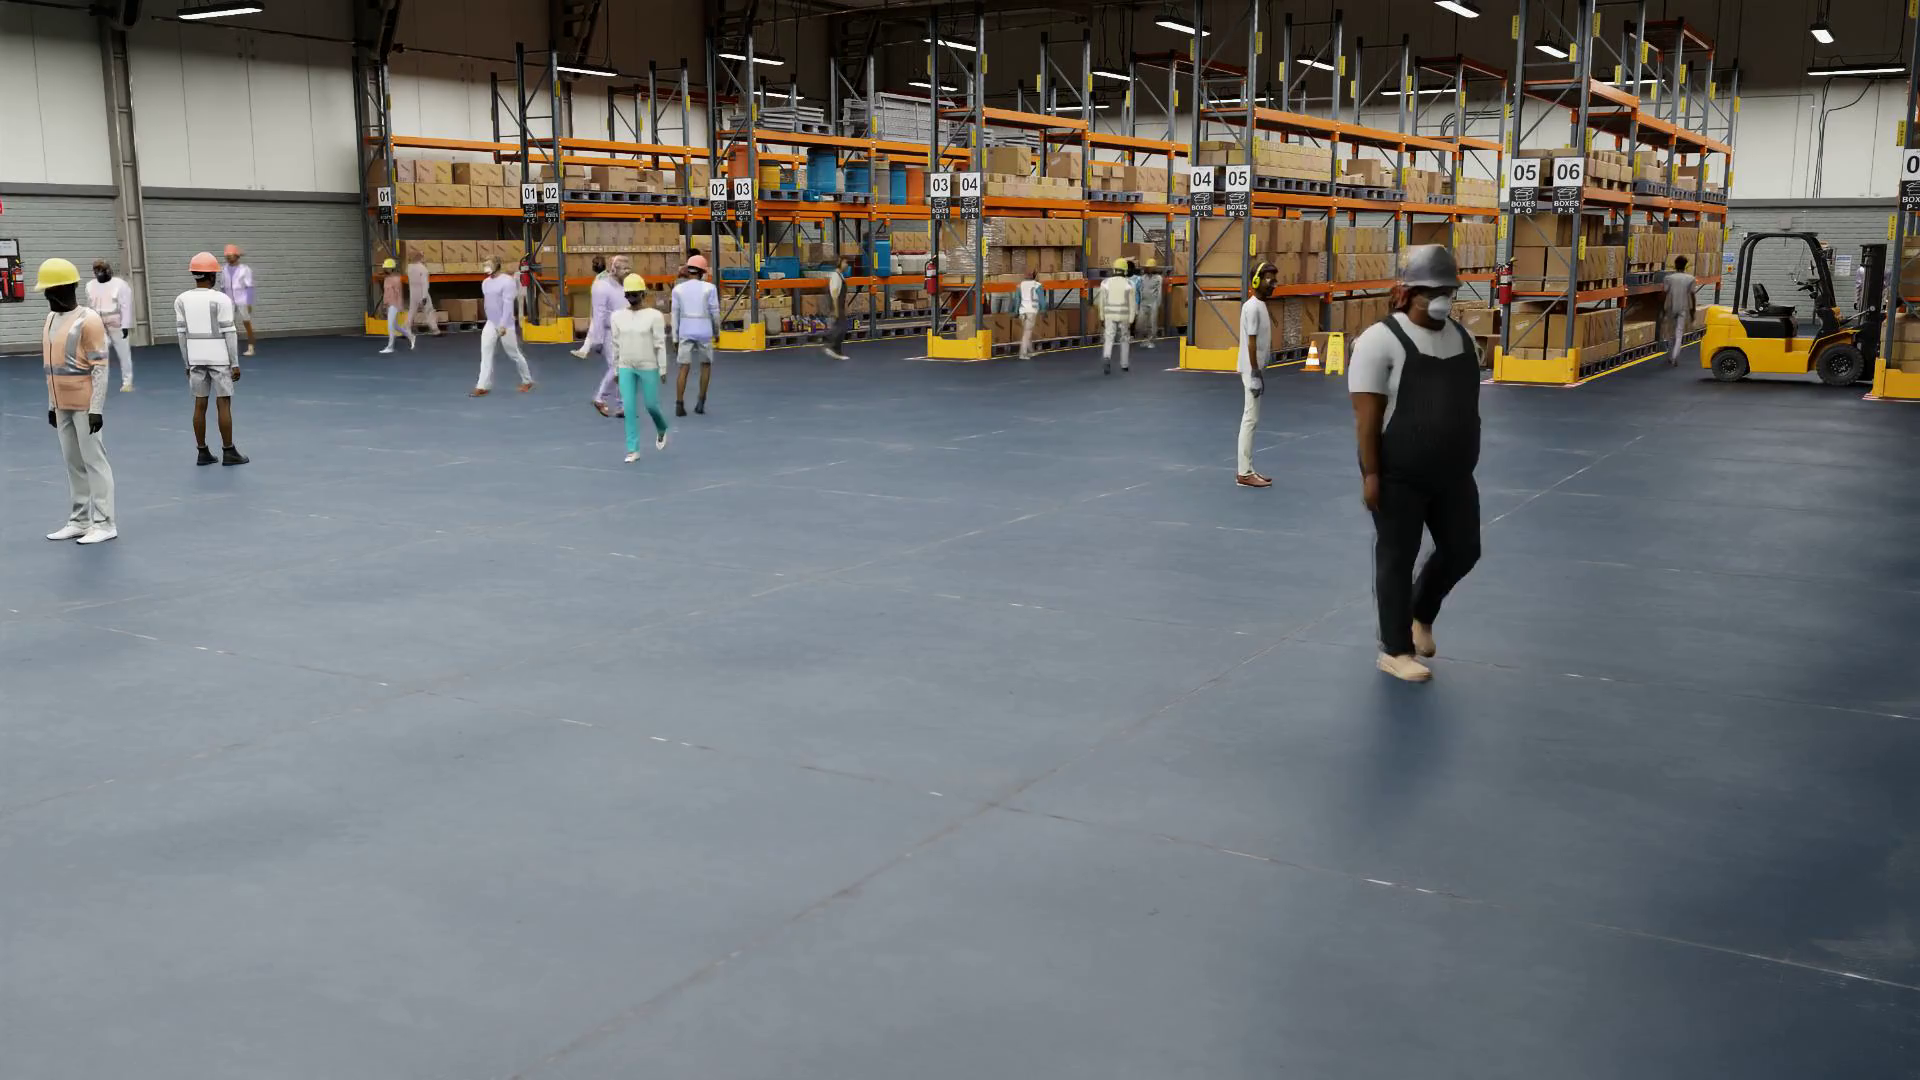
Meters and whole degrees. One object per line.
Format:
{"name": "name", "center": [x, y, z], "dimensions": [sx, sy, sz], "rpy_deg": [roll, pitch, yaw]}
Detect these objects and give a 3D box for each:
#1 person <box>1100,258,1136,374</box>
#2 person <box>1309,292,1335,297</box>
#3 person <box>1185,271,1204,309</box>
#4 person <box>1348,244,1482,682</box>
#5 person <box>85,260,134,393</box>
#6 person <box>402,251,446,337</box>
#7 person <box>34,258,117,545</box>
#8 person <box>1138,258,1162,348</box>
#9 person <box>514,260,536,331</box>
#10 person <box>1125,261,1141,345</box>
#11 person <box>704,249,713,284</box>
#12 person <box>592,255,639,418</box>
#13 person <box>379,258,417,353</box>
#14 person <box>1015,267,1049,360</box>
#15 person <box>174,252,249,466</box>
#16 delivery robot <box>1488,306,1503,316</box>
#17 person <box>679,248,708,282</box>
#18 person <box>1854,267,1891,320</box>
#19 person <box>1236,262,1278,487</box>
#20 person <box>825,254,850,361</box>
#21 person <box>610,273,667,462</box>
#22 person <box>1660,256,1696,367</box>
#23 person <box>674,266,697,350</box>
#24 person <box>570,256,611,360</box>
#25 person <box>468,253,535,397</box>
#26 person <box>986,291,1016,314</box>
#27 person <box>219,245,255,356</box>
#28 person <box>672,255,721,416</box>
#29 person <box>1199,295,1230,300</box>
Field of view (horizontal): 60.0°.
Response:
{"name": "person", "center": [2.435, -3.472, 25.808], "dimensions": [0.591, 1.803, 0.826], "rpy_deg": [3, 11, 15]}
{"name": "person", "center": [7.890, -5.393, 36.331], "dimensions": [0.562, 1.895, 0.991], "rpy_deg": [8, 13, 37]}
{"name": "person", "center": [4.733, -4.680, 32.389], "dimensions": [0.641, 1.885, 0.805], "rpy_deg": [7, 12, 35]}
{"name": "person", "center": [2.137, -0.357, 7.687], "dimensions": [0.689, 2.000, 0.539], "rpy_deg": [-3, 11, -17]}
{"name": "person", "center": [-11.396, -2.833, 22.229], "dimensions": [0.637, 1.790, 0.947], "rpy_deg": [0, 10, -1]}
{"name": "person", "center": [-11.575, -5.259, 35.678], "dimensions": [0.646, 1.859, 0.987], "rpy_deg": [6, 12, 32]}
{"name": "person", "center": [-5.987, -0.932, 11.240], "dimensions": [0.585, 1.923, 0.376], "rpy_deg": [6, 12, 31]}
{"name": "person", "center": [3.652, -4.564, 32.110], "dimensions": [0.512, 1.724, 0.483], "rpy_deg": [8, 13, 37]}
{"name": "person", "center": [-10.050, -5.645, 38.447], "dimensions": [0.507, 1.631, 0.275], "rpy_deg": [0, 10, 1]}
{"name": "person", "center": [3.321, -4.685, 32.982], "dimensions": [0.549, 1.663, 0.820], "rpy_deg": [6, 12, 31]}
{"name": "person", "center": [-6.077, -6.118, 40.396], "dimensions": [0.584, 1.882, 0.337], "rpy_deg": [6, 12, 31]}
{"name": "person", "center": [-3.943, -2.327, 19.158], "dimensions": [0.428, 1.884, 0.673], "rpy_deg": [5, 11, 26]}
{"name": "person", "center": [-10.476, -4.353, 30.893], "dimensions": [0.723, 1.746, 0.531], "rpy_deg": [-9, 13, -40]}
{"name": "person", "center": [1.259, -3.943, 29.001], "dimensions": [0.525, 1.601, 0.826], "rpy_deg": [9, 14, 42]}
{"name": "person", "center": [-6.821, -1.638, 15.154], "dimensions": [0.545, 1.938, 0.357], "rpy_deg": [1, 10, 7]}
{"name": "delivery robot", "center": [12.940, -5.518, 40.494], "dimensions": [0.707, 0.478, 0.477], "rpy_deg": [-1, 10, -6]}
{"name": "person", "center": [-5.512, -5.074, 34.470], "dimensions": [0.628, 1.916, 1.001], "rpy_deg": [0, 10, 0]}
{"name": "person", "center": [17.287, -4.554, 31.546], "dimensions": [0.585, 1.921, 0.392], "rpy_deg": [6, 12, 31]}
{"name": "person", "center": [2.485, -1.379, 13.917], "dimensions": [0.330, 1.865, 0.518], "rpy_deg": [2, 10, 12]}
{"name": "person", "center": [-2.057, -3.981, 28.582], "dimensions": [0.401, 1.828, 0.545], "rpy_deg": [1, 10, 6]}
{"name": "person", "center": [-2.992, -1.625, 15.613], "dimensions": [0.524, 1.749, 0.690], "rpy_deg": [1, 10, 6]}
{"name": "person", "center": [11.847, -3.770, 27.431], "dimensions": [0.539, 1.826, 0.979], "rpy_deg": [5, 11, 25]}
{"name": "person", "center": [-5.202, -4.409, 31.612], "dimensions": [0.668, 1.589, 0.526], "rpy_deg": [8, 13, 38]}
{"name": "person", "center": [-6.249, -3.993, 28.744], "dimensions": [0.954, 1.791, 0.624], "rpy_deg": [-4, 11, -23]}
{"name": "person", "center": [-6.113, -2.861, 22.154], "dimensions": [0.634, 1.896, 1.001], "rpy_deg": [6, 12, 31]}
{"name": "person", "center": [0.819, -4.811, 32.969], "dimensions": [0.625, 1.931, 0.375], "rpy_deg": [0, 10, 0]}
{"name": "person", "center": [-12.849, -4.223, 29.483], "dimensions": [0.630, 1.984, 1.031], "rpy_deg": [1, 10, 5]}
{"name": "person", "center": [-3.111, -2.405, 19.616], "dimensions": [0.574, 1.883, 0.608], "rpy_deg": [1, 10, 5]}
{"name": "person", "center": [4.626, -4.394, 30.327], "dimensions": [0.606, 2.035, 0.405], "rpy_deg": [6, 12, 30]}
